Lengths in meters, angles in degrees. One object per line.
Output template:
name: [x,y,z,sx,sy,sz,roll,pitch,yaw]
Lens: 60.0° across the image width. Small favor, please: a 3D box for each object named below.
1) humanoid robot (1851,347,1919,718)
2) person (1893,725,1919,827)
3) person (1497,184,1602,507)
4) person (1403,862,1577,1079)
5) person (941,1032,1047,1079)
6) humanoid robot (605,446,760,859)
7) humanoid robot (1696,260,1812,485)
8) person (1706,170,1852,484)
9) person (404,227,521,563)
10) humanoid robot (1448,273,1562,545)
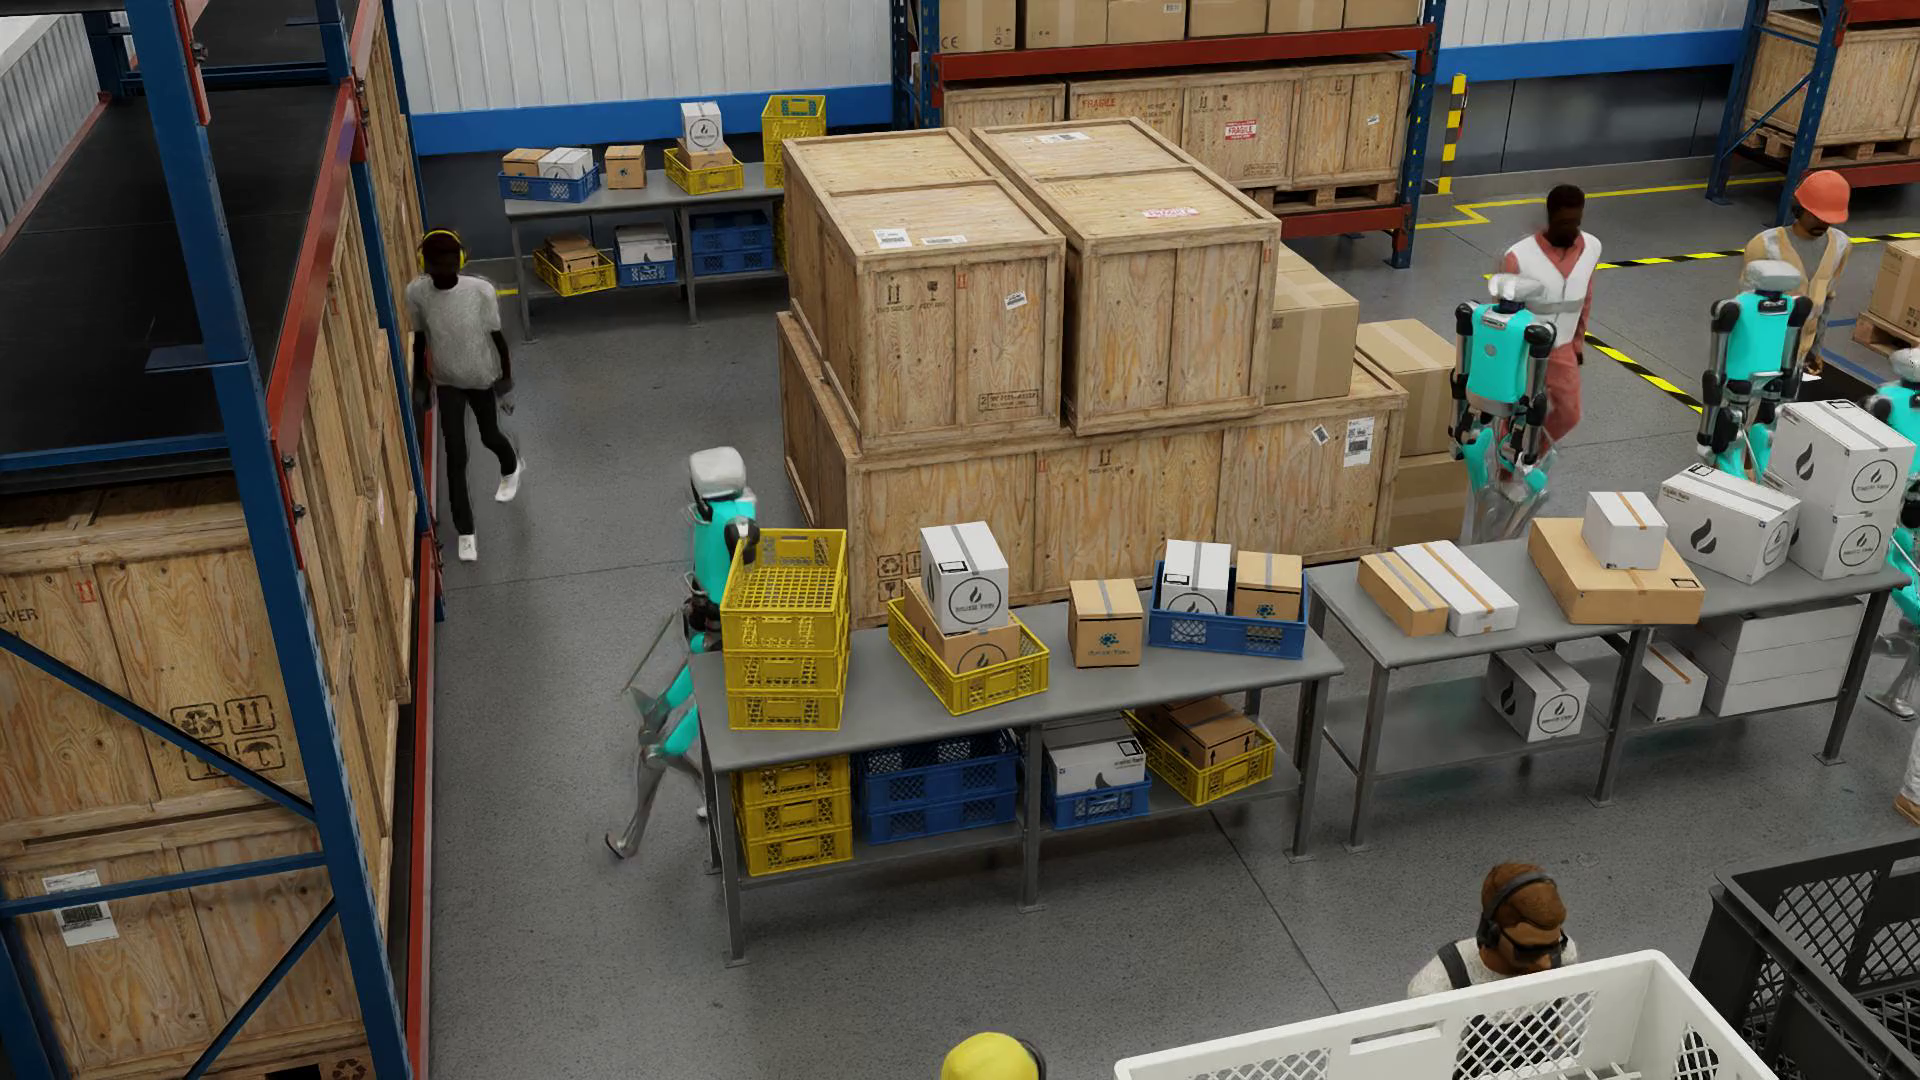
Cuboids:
humanoid robot: [4.310,0.050,7.509,0.530,1.736,0.980,-12,31,-21]
person: [4.284,0.376,6.817,0.629,1.835,0.429,-15,32,-26]
person: [3.286,-1.072,9.366,0.600,1.902,0.480,-8,30,-13]
person: [1.389,1.605,4.581,0.512,1.835,0.347,-13,31,-22]
person: [0.078,1.886,4.149,0.320,1.760,0.522,-18,33,-29]
humanoid robot: [-1.198,0.536,6.695,0.847,1.849,0.554,-13,31,-22]
humanoid robot: [4.096,-0.446,8.469,0.530,1.836,0.792,-7,30,-13]
person: [4.543,-1.060,9.217,0.608,2.030,0.406,-5,29,-9]
person: [-2.718,-0.883,9.120,0.575,1.818,0.941,-2,29,-4]
humanoid robot: [2.861,-0.511,8.639,0.697,1.909,0.542,-22,36,-34]
